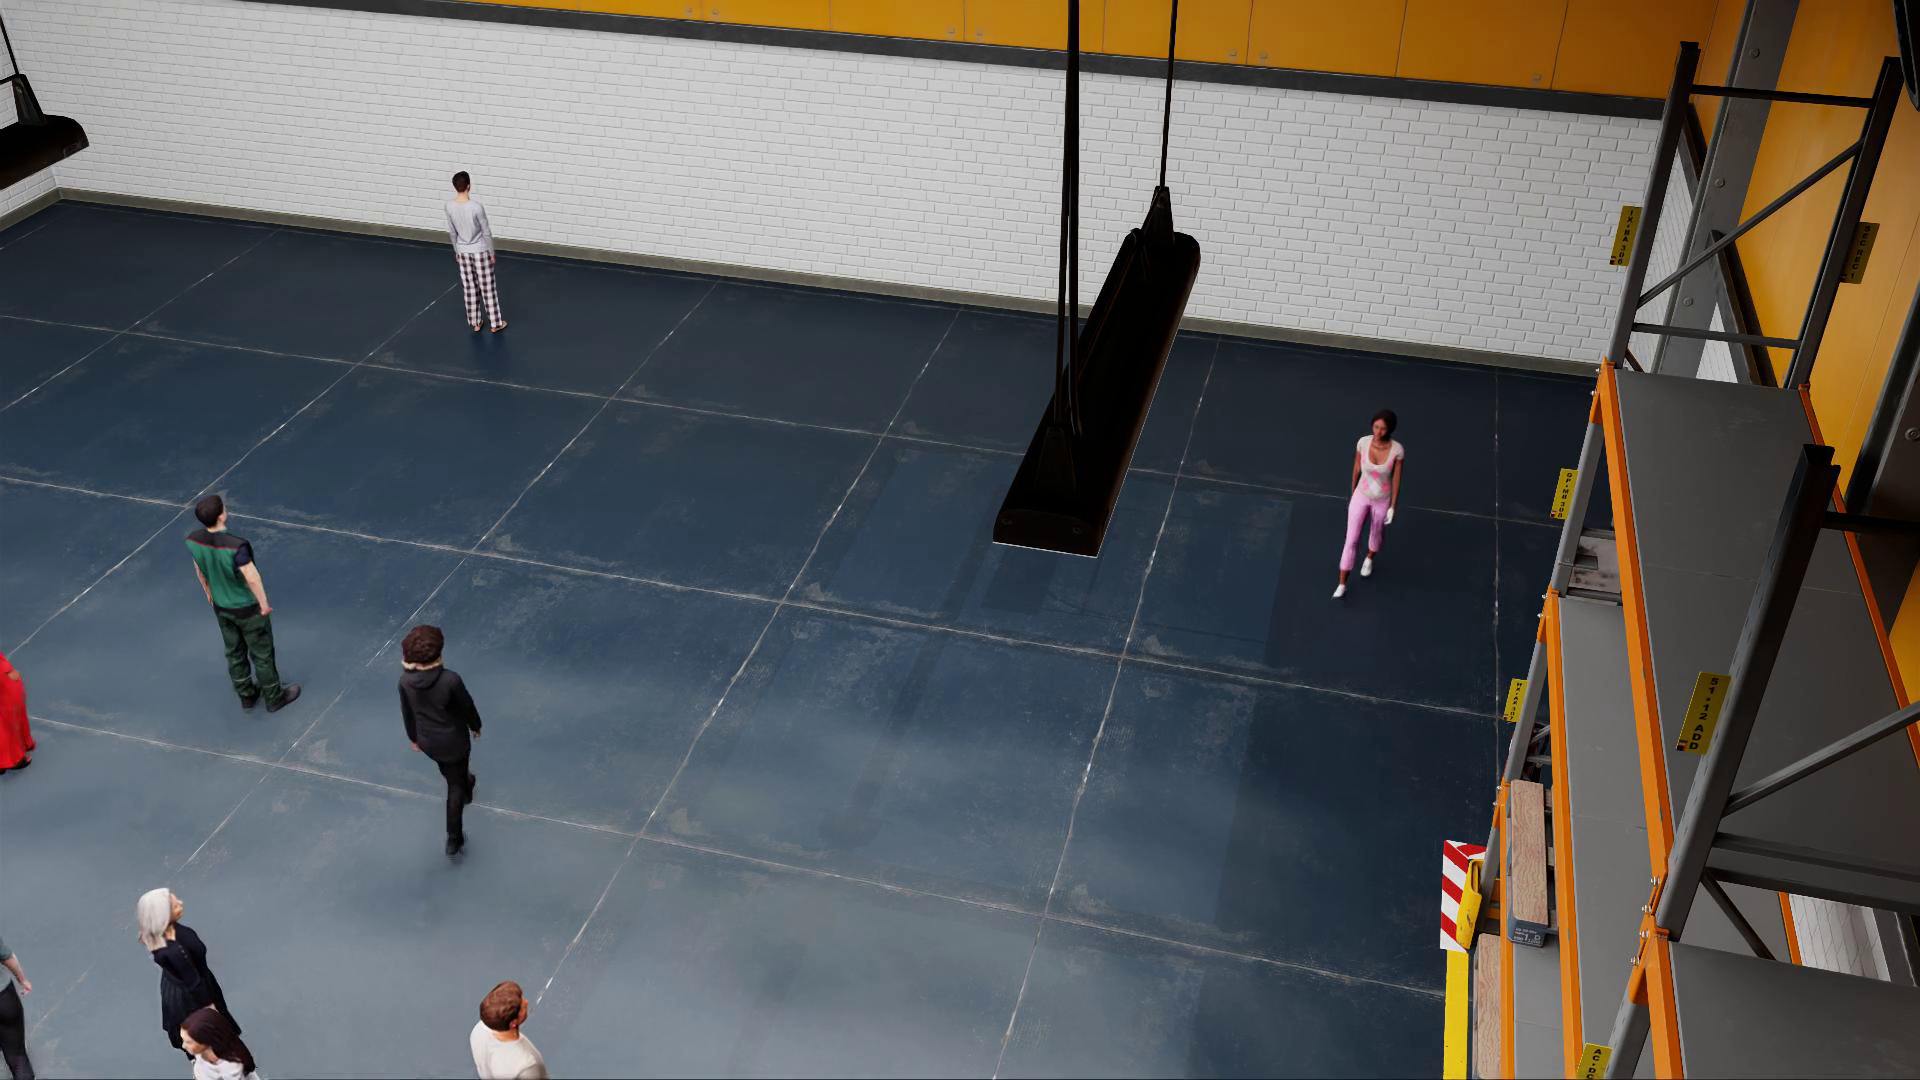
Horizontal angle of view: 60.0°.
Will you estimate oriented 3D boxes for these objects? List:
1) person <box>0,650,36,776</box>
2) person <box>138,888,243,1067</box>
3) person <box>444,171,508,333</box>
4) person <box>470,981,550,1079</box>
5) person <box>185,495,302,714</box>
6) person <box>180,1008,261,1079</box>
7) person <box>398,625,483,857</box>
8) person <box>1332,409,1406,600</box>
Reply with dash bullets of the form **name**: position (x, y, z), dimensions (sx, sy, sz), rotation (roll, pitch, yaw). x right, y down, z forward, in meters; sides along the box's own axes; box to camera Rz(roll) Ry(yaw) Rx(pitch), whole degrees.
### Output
- **person**: position (-7.228, 1.002, 12.144), dimensions (0.868, 1.772, 0.807), rotation (-22, 39, -29)
- **person**: position (-4.450, 2.670, 9.658), dimensions (0.694, 1.746, 0.715), rotation (27, 42, 35)
- **person**: position (-5.365, -3.171, 18.354), dimensions (0.646, 1.847, 0.565), rotation (5, 34, 7)
- **person**: position (-2.341, 3.079, 8.902), dimensions (0.752, 1.902, 0.725), rotation (25, 41, 33)
- **person**: position (-5.564, 0.486, 12.806), dimensions (0.674, 1.900, 0.546), rotation (9, 35, 13)
- **person**: position (-3.855, 3.099, 9.163), dimensions (1.165, 1.580, 0.963), rotation (-29, 43, -36)
- **person**: position (-3.605, 1.409, 11.559), dimensions (0.829, 1.742, 1.179), rotation (0, 34, 0)
- **person**: position (3.572, -0.369, 14.269), dimensions (0.669, 1.704, 1.111), rotation (13, 36, 18)
